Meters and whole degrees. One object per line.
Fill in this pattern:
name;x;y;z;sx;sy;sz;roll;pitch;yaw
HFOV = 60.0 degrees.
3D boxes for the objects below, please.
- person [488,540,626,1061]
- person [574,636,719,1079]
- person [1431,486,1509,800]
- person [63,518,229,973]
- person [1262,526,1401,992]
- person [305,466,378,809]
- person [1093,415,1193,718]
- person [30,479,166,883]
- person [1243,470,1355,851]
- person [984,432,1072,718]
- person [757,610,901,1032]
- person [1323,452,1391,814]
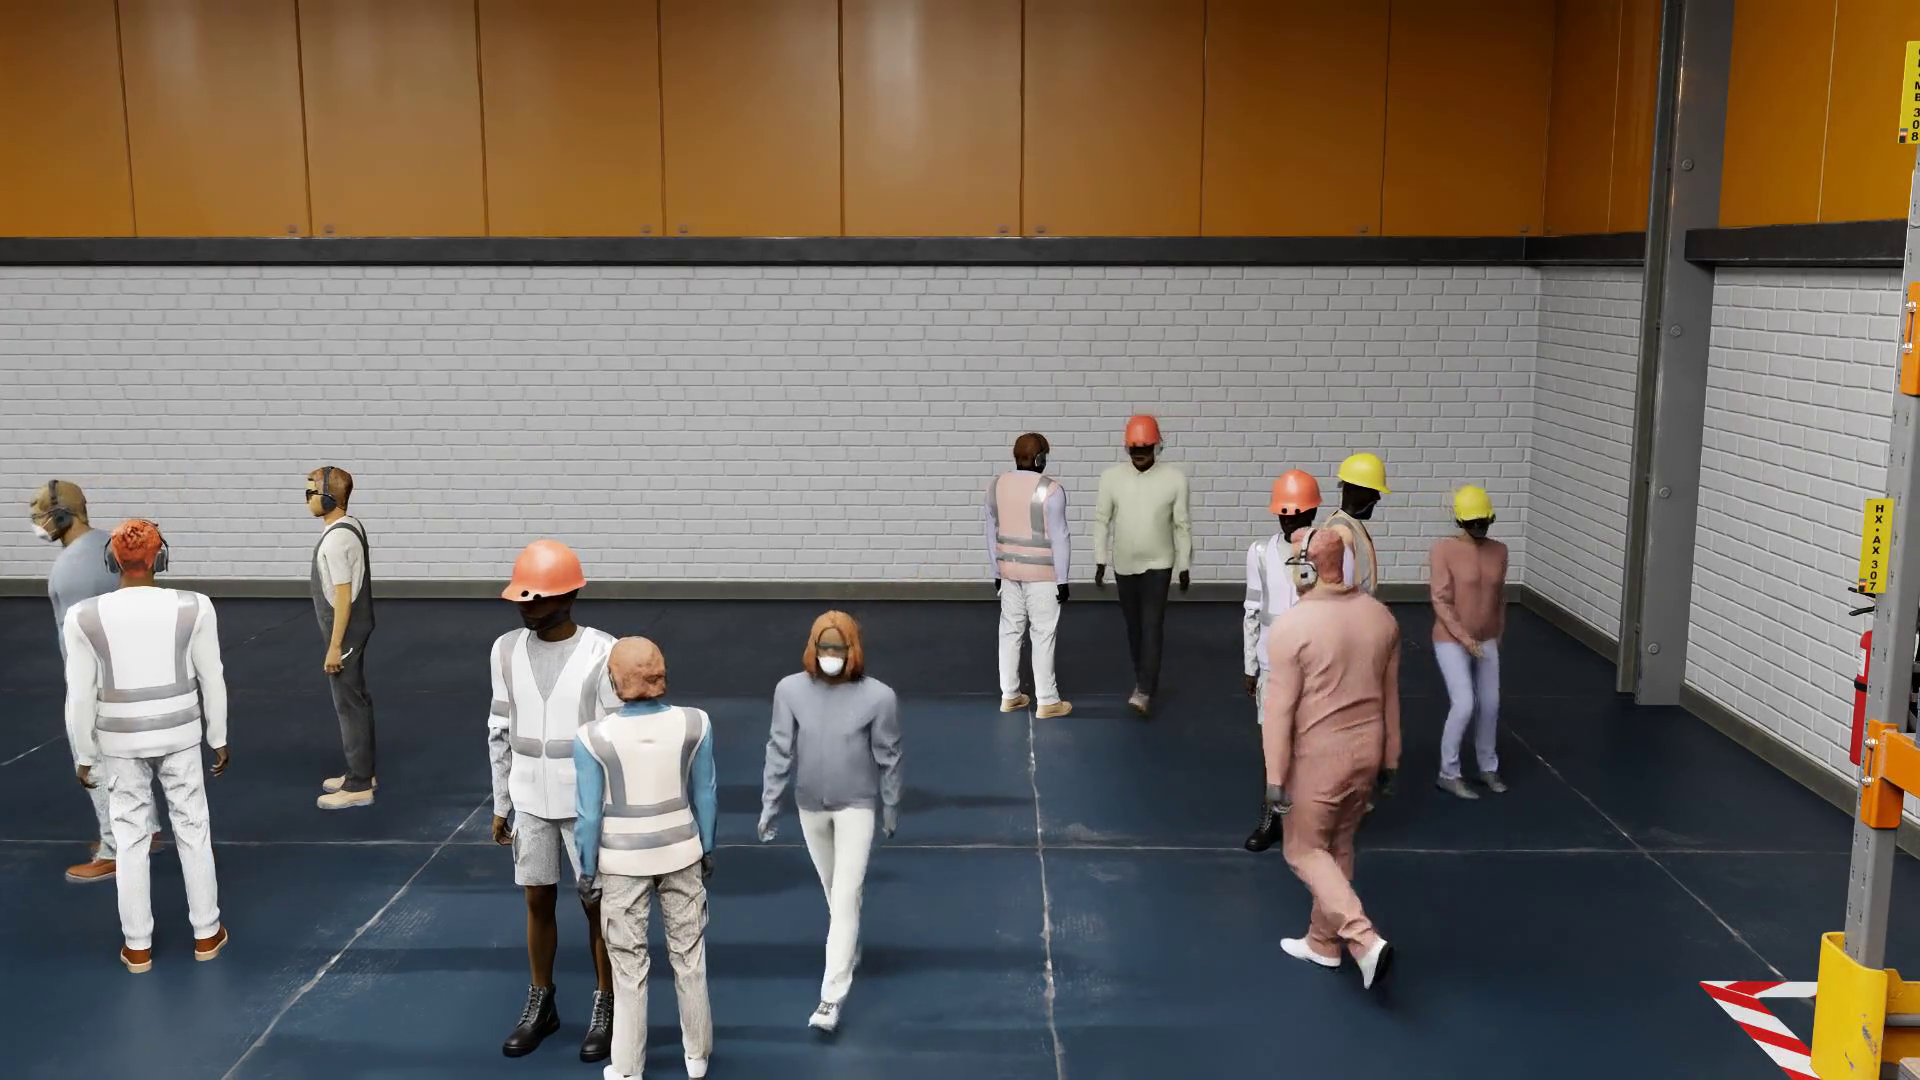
person;-1.462;0.952;6.081;0.553;1.934;0.357;2;10;9
person;-1.092;1.141;5.840;0.512;1.639;0.312;-5;10;-25
person;2.796;0.563;9.027;0.546;1.729;0.451;-4;10;-22
person;-3.342;0.844;6.884;0.584;1.882;0.337;-5;11;-26
person;1.526;0.888;6.645;0.678;1.876;0.673;-6;11;-32
person;-3.334;0.517;8.961;0.339;1.845;0.514;-2;10;-12
person;1.160;0.166;10.763;0.605;1.932;1.036;4;10;20
person;-4.081;0.659;7.888;0.446;1.917;0.655;-3;10;-15
person;1.639;0.611;8.158;0.543;1.929;0.380;5;11;26
person;0.462;0.225;10.725;0.623;1.844;0.429;7;12;38
person;-0.508;1.062;6.460;0.507;1.588;0.863;3;10;17
person;2.091;0.485;8.929;0.373;1.920;0.585;2;10;14
